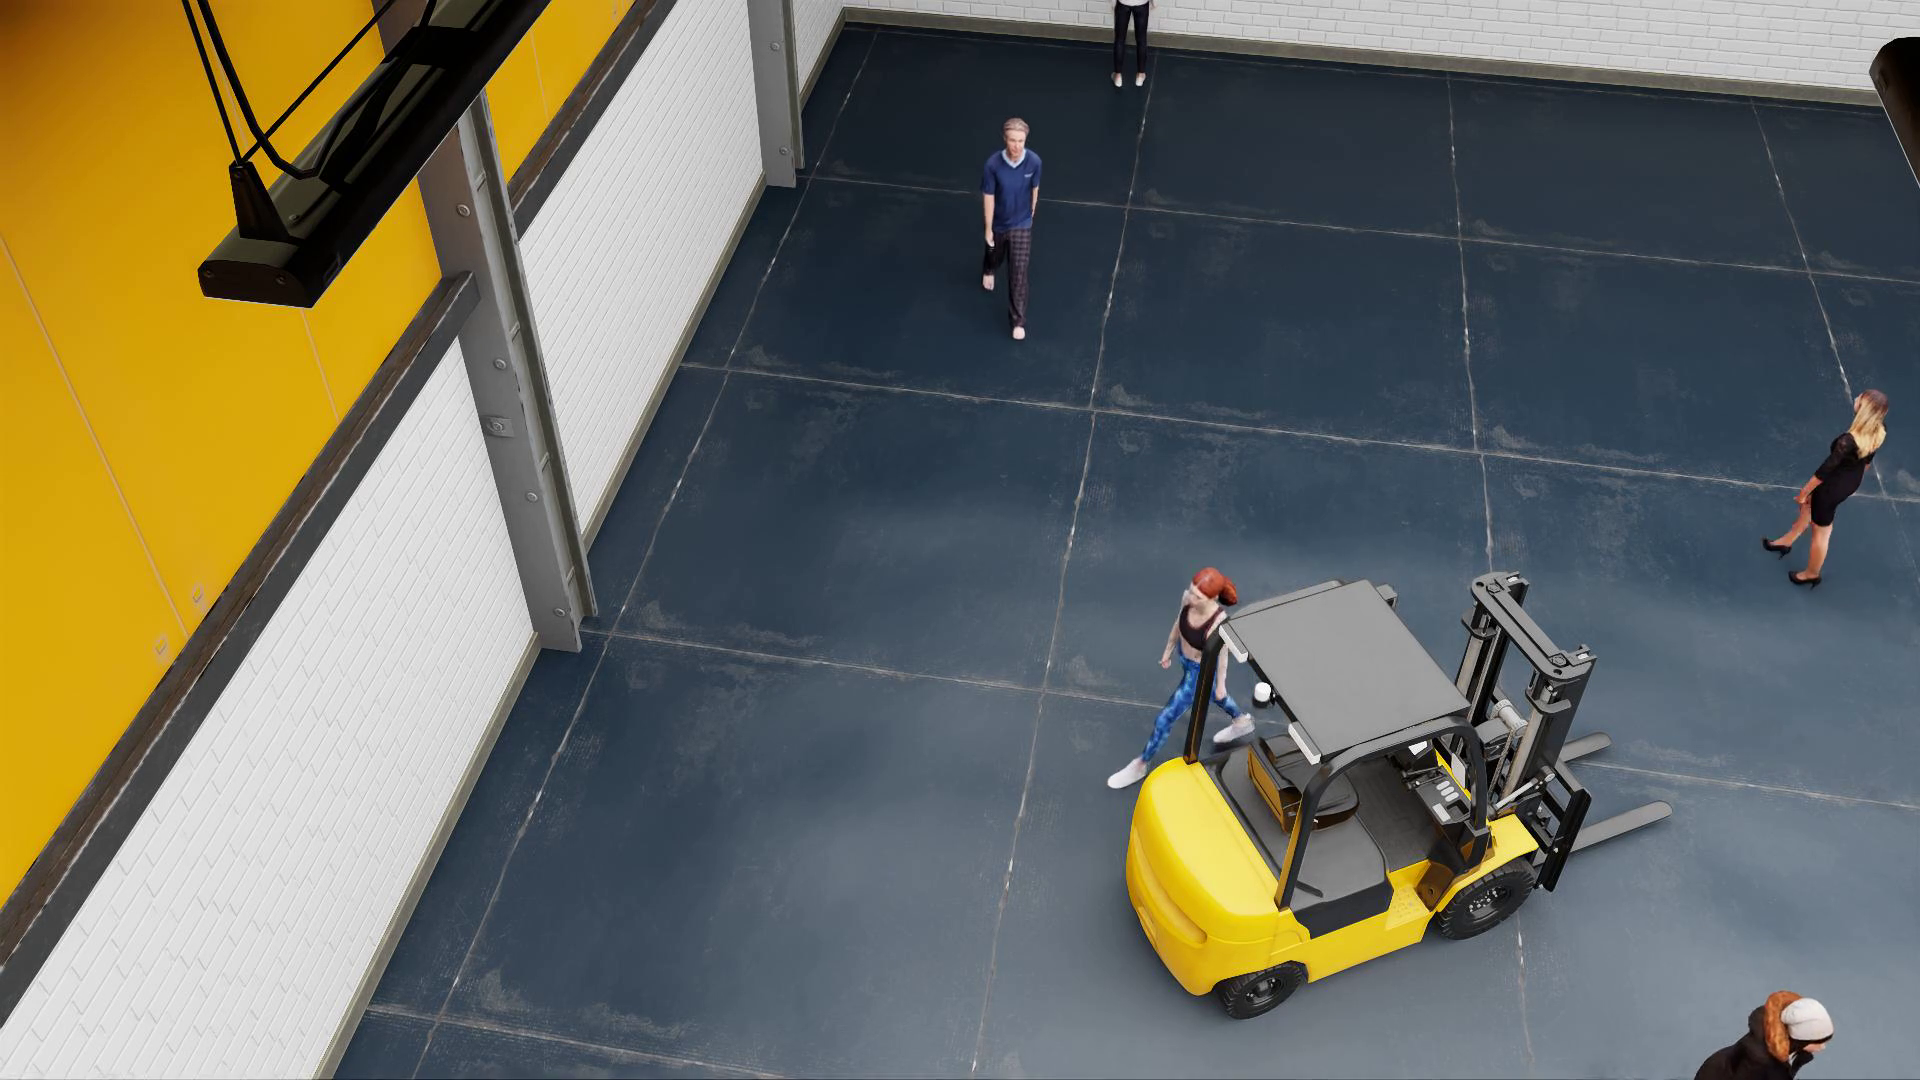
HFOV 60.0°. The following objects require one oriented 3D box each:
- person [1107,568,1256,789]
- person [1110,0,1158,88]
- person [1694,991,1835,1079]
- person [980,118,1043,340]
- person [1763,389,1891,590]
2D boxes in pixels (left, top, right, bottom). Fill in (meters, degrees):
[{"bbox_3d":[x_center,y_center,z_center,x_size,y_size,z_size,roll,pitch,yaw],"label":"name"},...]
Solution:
[{"bbox_3d":[1.504,0.785,10.053,1.161,1.725,1.263,-17,46,-17],"label":"person"},{"bbox_3d":[1.708,-5.324,16.484,0.658,1.701,0.602,0,44,0],"label":"person"},{"bbox_3d":[3.759,2.638,8.190,0.879,1.613,0.949,-20,47,-20],"label":"person"},{"bbox_3d":[0.369,-2.623,13.552,0.846,1.834,1.234,-2,44,-2],"label":"person"},{"bbox_3d":[5.966,-0.282,11.222,0.806,1.659,0.868,-25,49,-24],"label":"person"}]
